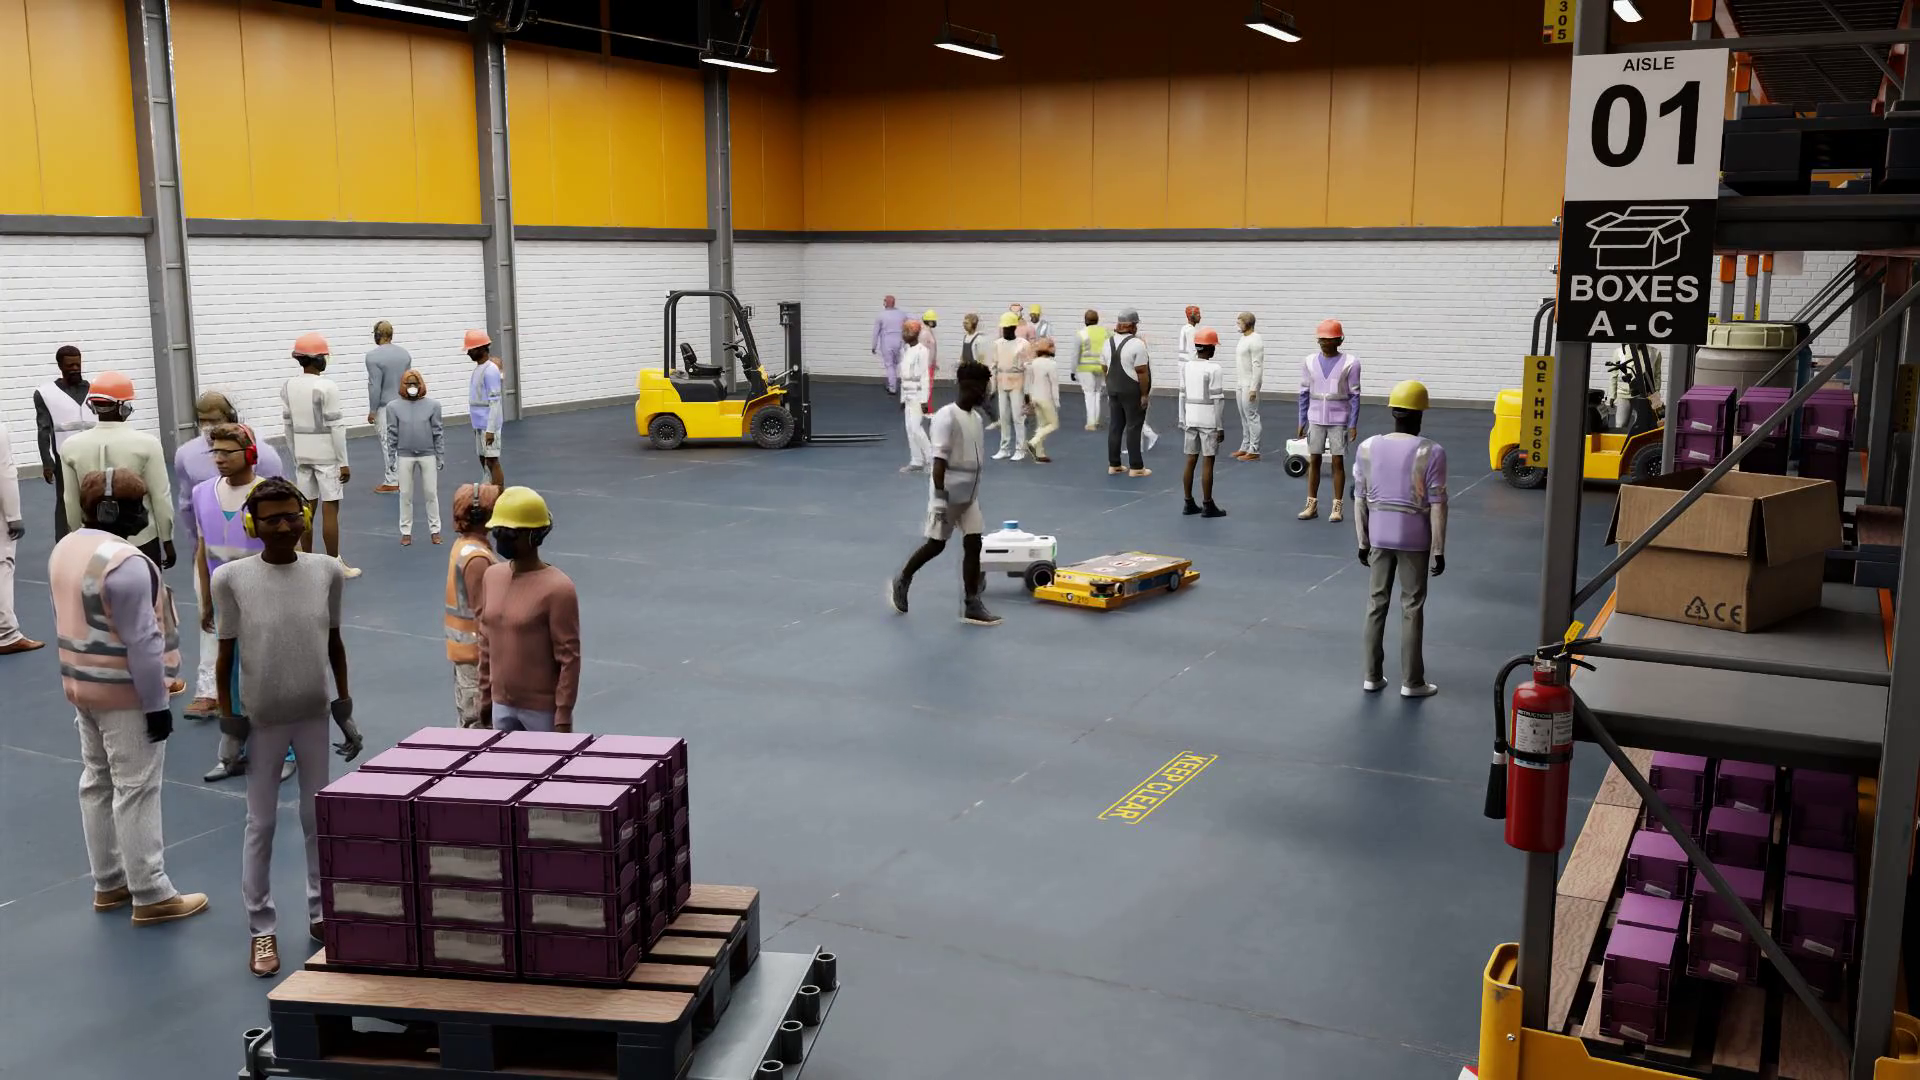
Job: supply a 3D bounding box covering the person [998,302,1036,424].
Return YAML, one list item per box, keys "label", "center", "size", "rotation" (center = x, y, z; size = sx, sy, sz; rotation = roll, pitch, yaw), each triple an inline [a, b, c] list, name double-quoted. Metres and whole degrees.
- label: "person"
  center: [0.862, -2.765, 26.117]
  size: [0.651, 1.911, 0.409]
  rotation: [5, 11, 25]

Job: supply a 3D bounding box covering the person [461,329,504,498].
- label: "person"
  center: [-4.808, -1.162, 16.785]
  size: [0.368, 1.929, 0.542]
  rotation: [-6, 11, -31]

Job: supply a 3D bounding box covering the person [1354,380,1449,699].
- label: "person"
  center: [2.672, -0.003, 10.079]
  size: [0.587, 1.927, 0.369]
  rotation: [8, 13, 39]

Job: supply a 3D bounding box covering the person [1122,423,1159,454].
- label: "person"
  center: [2.355, -1.948, 22.206]
  size: [0.466, 1.618, 0.553]
  rotation: [-1, 10, -3]

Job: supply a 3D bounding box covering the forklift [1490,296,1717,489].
- label: "forklift"
  center: [7.296, -1.677, 18.993]
  size: [2.313, 2.155, 1.214]
  rotation: [5, 11, 27]

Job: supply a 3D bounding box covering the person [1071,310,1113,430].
- label: "person"
  center: [1.971, -2.591, 25.343]
  size: [0.661, 1.823, 0.595]
  rotation: [-4, 11, -23]

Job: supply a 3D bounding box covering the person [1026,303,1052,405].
- label: "person"
  center: [1.314, -3.281, 29.381]
  size: [0.612, 1.812, 0.431]
  rotation: [3, 10, 16]

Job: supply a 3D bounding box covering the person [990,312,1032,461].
- label: "person"
  center: [0.647, -1.992, 21.594]
  size: [0.595, 1.924, 0.381]
  rotation: [8, 13, 39]

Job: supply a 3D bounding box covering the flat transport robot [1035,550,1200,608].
- label: "flat transport robot"
  center: [1.263, 0.293, 13.151]
  size: [0.652, 0.197, 1.431]
  rotation: [7, 12, 37]

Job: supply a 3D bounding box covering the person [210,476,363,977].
- label: "person"
  center: [-2.526, 0.683, 6.269]
  size: [0.519, 1.874, 0.327]
  rotation: [-8, 13, -38]

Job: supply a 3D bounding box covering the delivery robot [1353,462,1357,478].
- label: "delivery robot"
  center: [4.595, -0.710, 17.865]
  size: [0.707, 0.478, 0.477]
  rotation: [4, 10, 20]

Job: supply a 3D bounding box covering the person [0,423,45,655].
- label: "person"
  center: [-6.542, -0.180, 11.157]
  size: [0.636, 1.911, 0.405]
  rotation: [3, 10, 17]

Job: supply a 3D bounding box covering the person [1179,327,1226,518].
- label: "person"
  center: [2.487, -1.198, 16.964]
  size: [0.355, 1.938, 0.545]
  rotation: [-8, 13, -40]

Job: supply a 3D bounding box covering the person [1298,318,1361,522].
- label: "person"
  center: [3.673, -1.192, 16.632]
  size: [0.614, 2.039, 0.390]
  rotation: [6, 11, 29]

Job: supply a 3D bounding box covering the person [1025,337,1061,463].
- label: "person"
  center: [1.031, -1.760, 21.122]
  size: [0.435, 1.614, 0.538]
  rotation: [-6, 12, -32]

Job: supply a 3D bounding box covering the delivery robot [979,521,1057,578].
- label: "delivery robot"
  center: [0.408, 0.089, 13.239]
  size: [0.707, 0.478, 0.477]
  rotation: [0, 10, -1]

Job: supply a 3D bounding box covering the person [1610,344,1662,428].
- label: "person"
  center: [8.481, -1.826, 20.905]
  size: [0.602, 1.830, 0.404]
  rotation: [4, 11, 22]

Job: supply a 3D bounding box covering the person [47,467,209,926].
- label: "person"
  center: [-3.365, 0.625, 6.700]
  size: [0.624, 1.841, 0.430]
  rotation: [8, 12, 38]

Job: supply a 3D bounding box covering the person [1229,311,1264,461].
- label: "person"
  center: [3.730, -1.984, 21.514]
  size: [0.355, 1.936, 0.633]
  rotation: [-1, 10, -7]

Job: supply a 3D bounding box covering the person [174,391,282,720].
- label: "person"
  center: [-4.236, 0.085, 9.663]
  size: [0.656, 1.887, 0.957]
  rotation: [0, 10, -3]

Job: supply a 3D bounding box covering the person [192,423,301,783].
- label: "person"
  center: [-3.598, 0.316, 8.462]
  size: [0.564, 1.846, 0.393]
  rotation: [2, 10, 11]

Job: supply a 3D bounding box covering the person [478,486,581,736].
- label: "person"
  center: [-1.743, 0.659, 6.700]
  size: [0.525, 1.772, 0.305]
  rotation: [6, 12, 31]

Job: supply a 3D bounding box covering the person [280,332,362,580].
- label: "person"
  center: [-5.248, -0.677, 13.629]
  size: [0.608, 2.048, 0.364]
  rotation: [4, 11, 24]

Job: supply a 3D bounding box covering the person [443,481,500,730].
- label: "person"
  center: [-2.229, 0.546, 7.727]
  size: [0.315, 1.640, 0.514]
  rotation: [-4, 11, -23]

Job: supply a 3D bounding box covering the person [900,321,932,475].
- label: "person"
  center: [-0.502, -1.726, 20.287]
  size: [0.442, 1.862, 0.676]
  rotation: [-4, 11, -22]

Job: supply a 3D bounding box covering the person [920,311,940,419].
- label: "person"
  center: [-0.486, -2.845, 27.081]
  size: [0.510, 1.760, 0.533]
  rotation: [3, 10, 16]

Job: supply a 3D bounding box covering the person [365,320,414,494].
- label: "person"
  center: [-6.389, -1.484, 18.617]
  size: [0.379, 1.940, 0.629]
  rotation: [5, 11, 25]

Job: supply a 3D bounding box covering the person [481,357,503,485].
- label: "person"
  center: [-4.758, -1.039, 16.927]
  size: [0.268, 1.630, 0.507]
  rotation: [-3, 10, -18]

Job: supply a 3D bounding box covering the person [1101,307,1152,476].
- label: "person"
  center: [2.058, -1.795, 20.122]
  size: [0.537, 2.000, 0.682]
  rotation: [-9, 13, -41]

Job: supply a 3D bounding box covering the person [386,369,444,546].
- label: "person"
  center: [-5.007, -0.758, 15.319]
  size: [0.502, 1.627, 0.277]
  rotation: [-3, 10, -18]

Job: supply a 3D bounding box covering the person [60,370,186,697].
- label: "person"
  center: [-4.993, -0.012, 9.930]
  size: [0.610, 1.995, 0.375]
  rotation: [-1, 10, -4]

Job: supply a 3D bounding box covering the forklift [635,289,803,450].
- label: "forklift"
  center: [-3.358, -2.392, 23.136]
  size: [2.313, 2.155, 1.214]
  rotation: [-1, 10, -5]

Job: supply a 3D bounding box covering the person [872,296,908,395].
- label: "person"
  center: [-1.379, -3.710, 31.693]
  size: [0.679, 1.864, 0.930]
  rotation: [-5, 11, -26]

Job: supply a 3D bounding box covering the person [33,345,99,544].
- label: "person"
  center: [-7.454, -0.681, 14.028]
  size: [0.378, 1.917, 0.598]
  rotation: [7, 12, 33]

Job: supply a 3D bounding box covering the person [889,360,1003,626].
- label: "person"
  center: [-0.094, -0.355, 12.160]
  size: [0.907, 1.918, 0.683]
  rotation: [7, 12, 33]

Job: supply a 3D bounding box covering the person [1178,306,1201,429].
- label: "person"
  center: [3.518, -2.631, 25.423]
  size: [0.362, 1.883, 0.575]
  rotation: [0, 10, -2]

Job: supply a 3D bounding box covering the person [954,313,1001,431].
- label: "person"
  center: [0.236, -2.502, 24.928]
  size: [0.963, 1.804, 0.518]
  rotation: [-4, 11, -22]

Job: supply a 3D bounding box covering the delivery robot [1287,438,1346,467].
- label: "delivery robot"
  center: [4.303, -1.089, 20.058]
  size: [0.707, 0.478, 0.477]
  rotation: [2, 10, 13]
